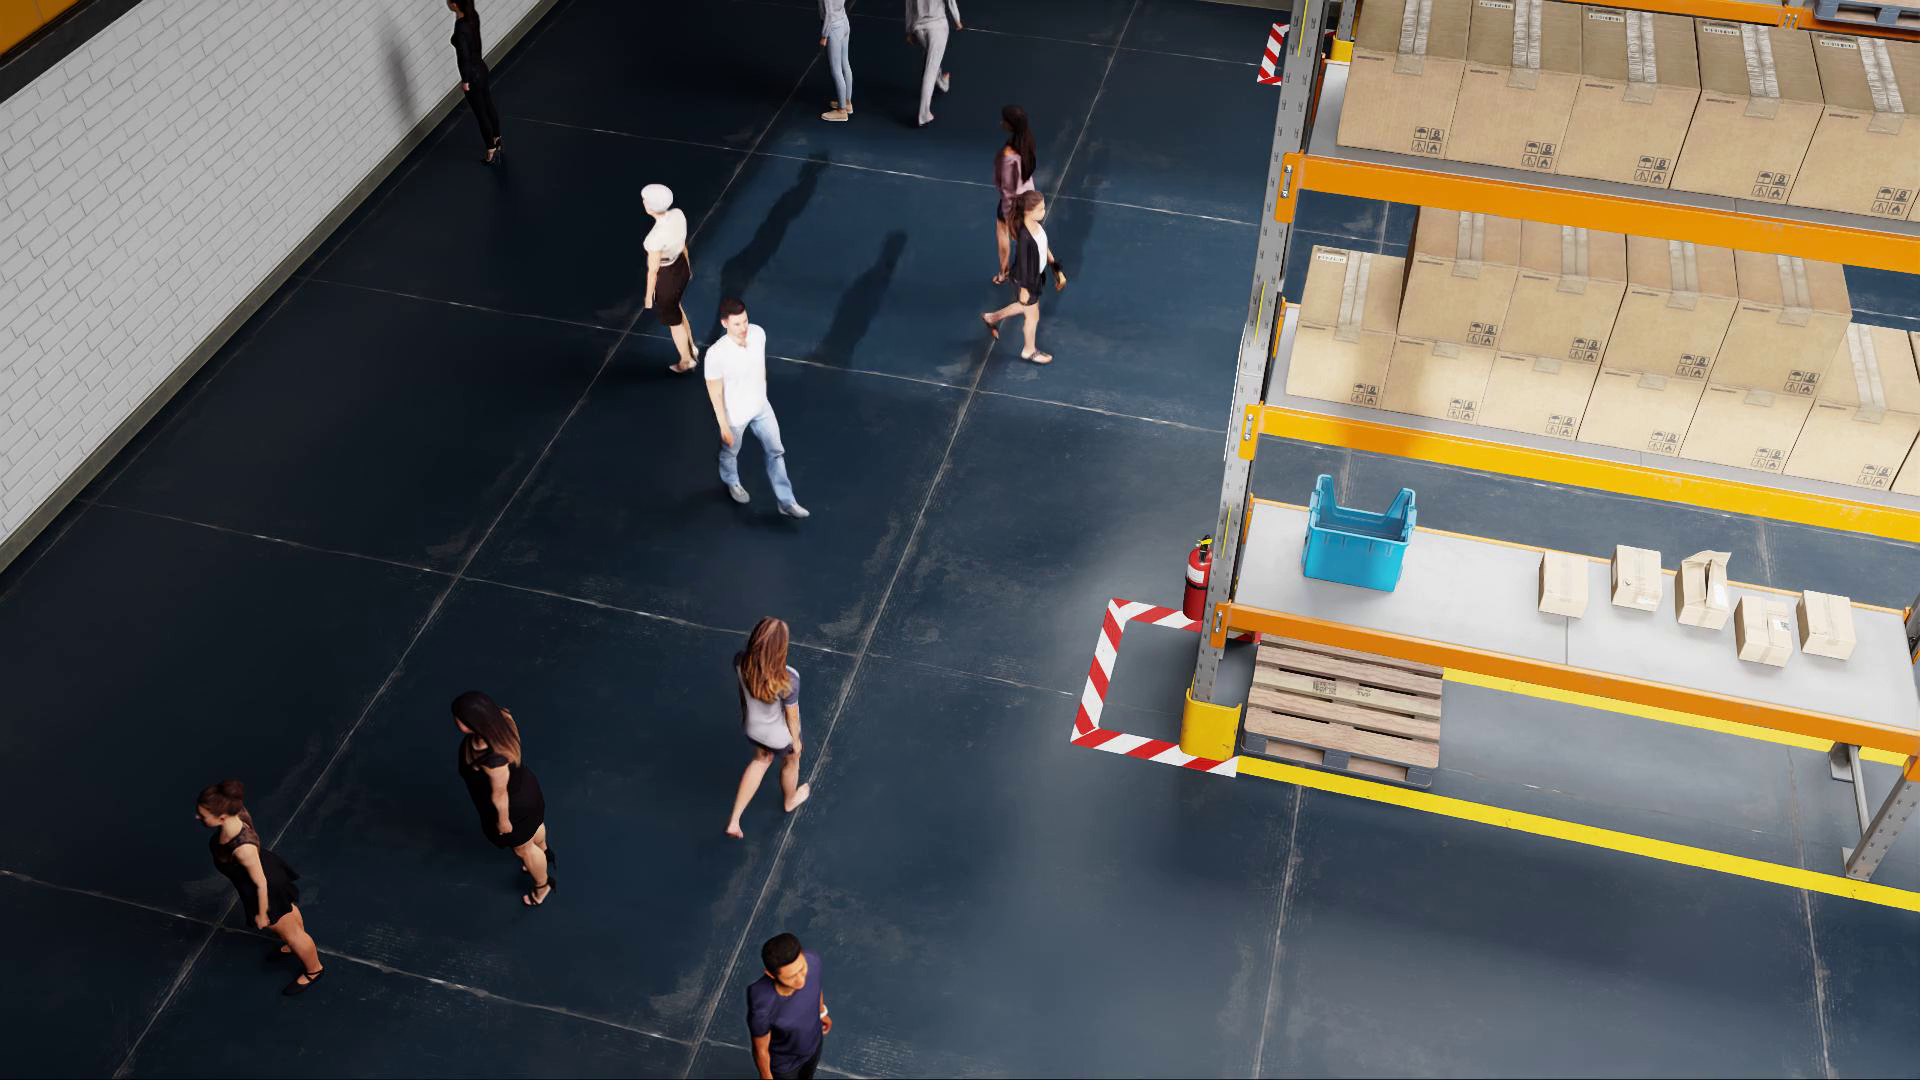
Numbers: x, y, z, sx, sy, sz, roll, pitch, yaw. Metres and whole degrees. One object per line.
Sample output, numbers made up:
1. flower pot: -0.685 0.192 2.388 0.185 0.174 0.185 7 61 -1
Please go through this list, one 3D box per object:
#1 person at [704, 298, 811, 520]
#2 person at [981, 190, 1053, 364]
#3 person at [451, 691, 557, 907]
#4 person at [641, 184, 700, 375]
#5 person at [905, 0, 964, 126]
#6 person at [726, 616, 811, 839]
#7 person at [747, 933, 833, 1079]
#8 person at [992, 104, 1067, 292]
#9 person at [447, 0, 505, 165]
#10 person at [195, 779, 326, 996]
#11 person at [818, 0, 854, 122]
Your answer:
1. person: -1.588 -0.980 11.796 1.037 1.827 1.167 -30 51 -28
2. person: 0.458 -2.097 13.177 0.857 1.539 0.561 13 45 14
3. person: -2.523 1.439 9.341 0.757 1.712 0.742 -8 44 -9
4. person: -2.166 -1.981 12.907 0.653 1.744 0.681 14 45 15
5. person: -0.322 -4.796 15.878 1.053 1.723 0.757 16 46 16
6. person: -1.141 1.146 9.653 0.944 1.706 0.848 24 49 23
7. person: -0.832 2.465 8.206 0.653 1.791 0.714 27 50 25
8. person: 0.546 -2.744 13.683 1.079 1.778 0.831 26 49 25
9. person: -4.480 -4.290 15.353 0.534 1.712 0.602 4 44 4
10. person: -3.760 1.847 8.941 0.738 1.672 0.673 -23 48 -23
11. person: -1.190 -4.870 15.902 0.523 1.796 0.595 13 45 13
